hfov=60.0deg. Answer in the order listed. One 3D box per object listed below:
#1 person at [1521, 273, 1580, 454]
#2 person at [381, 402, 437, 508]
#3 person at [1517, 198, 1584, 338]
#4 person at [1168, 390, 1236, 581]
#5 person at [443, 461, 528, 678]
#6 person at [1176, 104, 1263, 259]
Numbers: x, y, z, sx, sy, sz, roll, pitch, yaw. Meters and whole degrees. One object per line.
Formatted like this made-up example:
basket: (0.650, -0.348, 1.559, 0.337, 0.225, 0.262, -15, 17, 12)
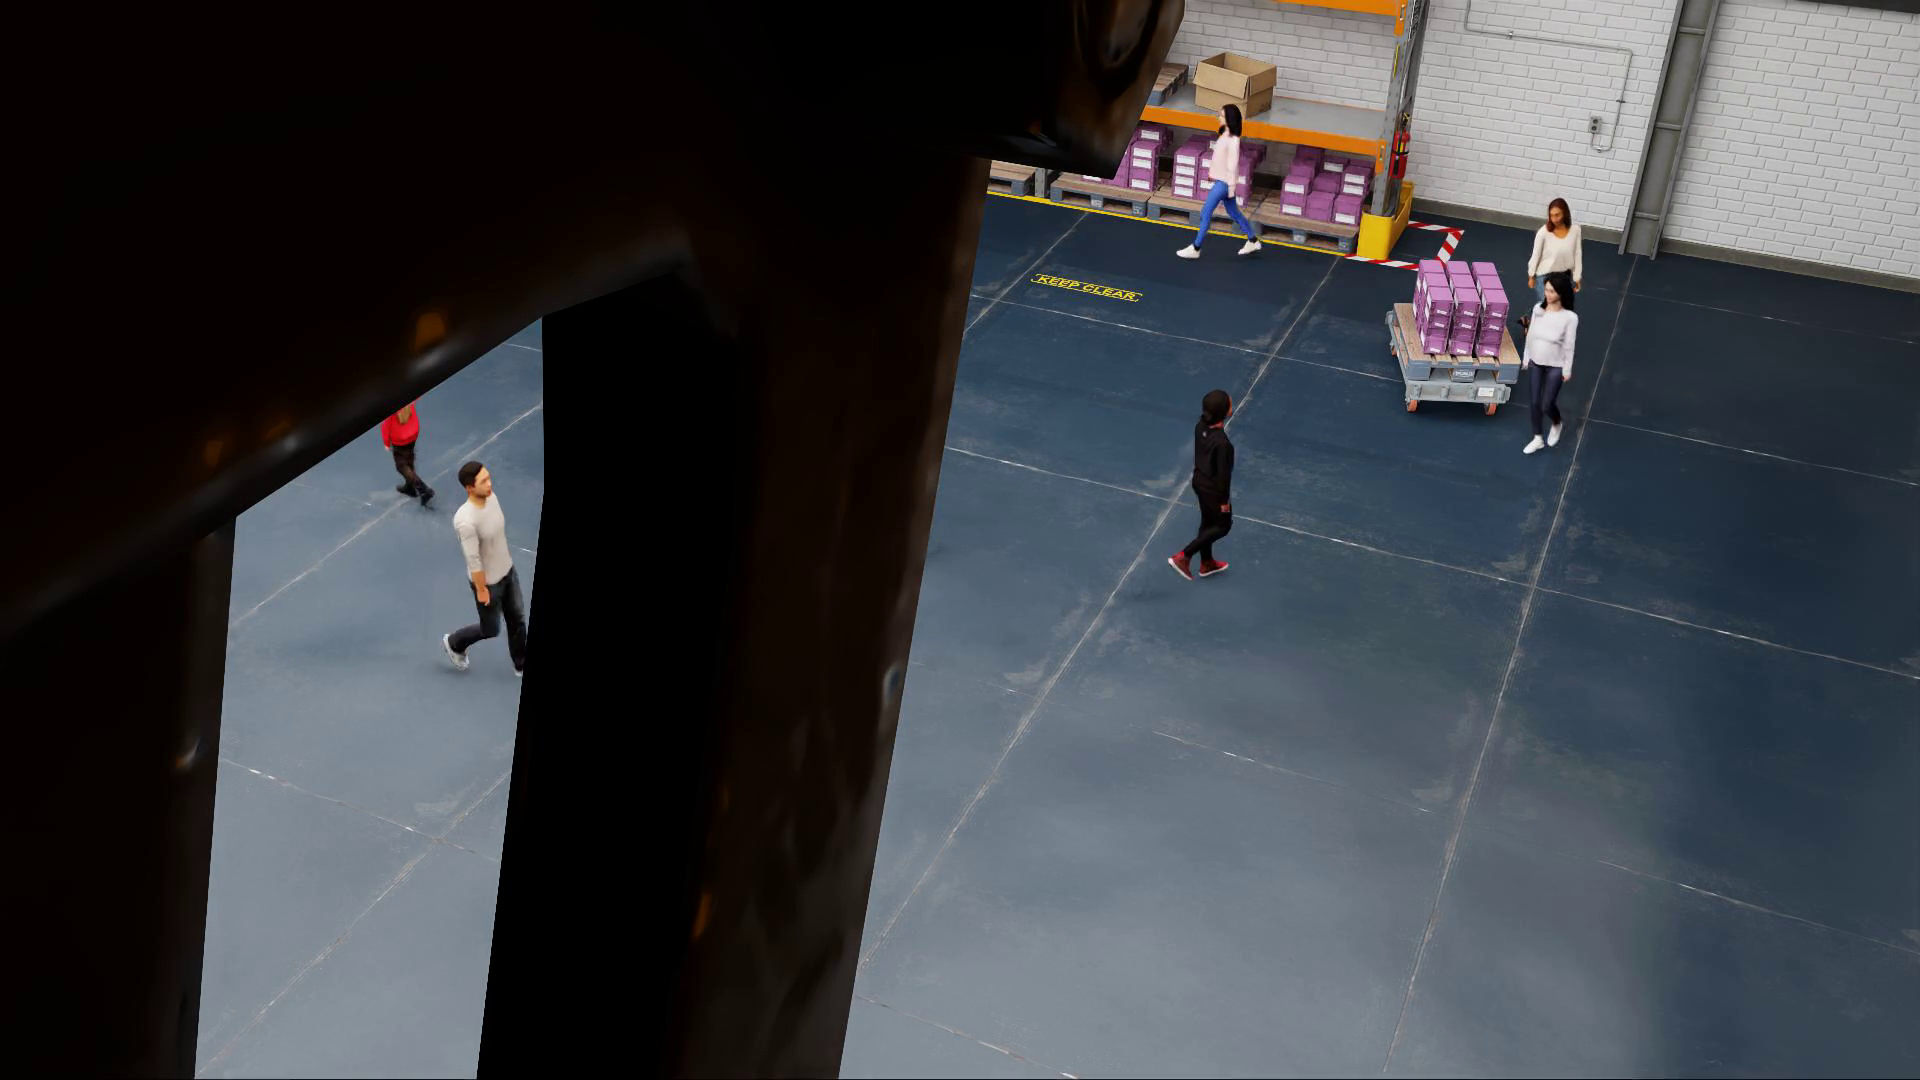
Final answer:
person: (5.214, -1.561, 14.599, 0.830, 1.679, 0.751, -27, 42, -34)
person: (-4.629, -0.852, 13.898, 0.772, 1.273, 0.541, 18, 38, 25)
person: (5.713, -2.556, 16.138, 1.066, 1.632, 1.039, -7, 34, -11)
person: (1.887, -0.380, 12.836, 0.923, 1.662, 0.874, -13, 36, -19)
person: (-3.405, 0.245, 11.778, 1.065, 1.794, 0.765, 8, 34, 11)
person: (2.954, -3.844, 17.989, 1.256, 1.728, 0.920, 3, 34, 4)
